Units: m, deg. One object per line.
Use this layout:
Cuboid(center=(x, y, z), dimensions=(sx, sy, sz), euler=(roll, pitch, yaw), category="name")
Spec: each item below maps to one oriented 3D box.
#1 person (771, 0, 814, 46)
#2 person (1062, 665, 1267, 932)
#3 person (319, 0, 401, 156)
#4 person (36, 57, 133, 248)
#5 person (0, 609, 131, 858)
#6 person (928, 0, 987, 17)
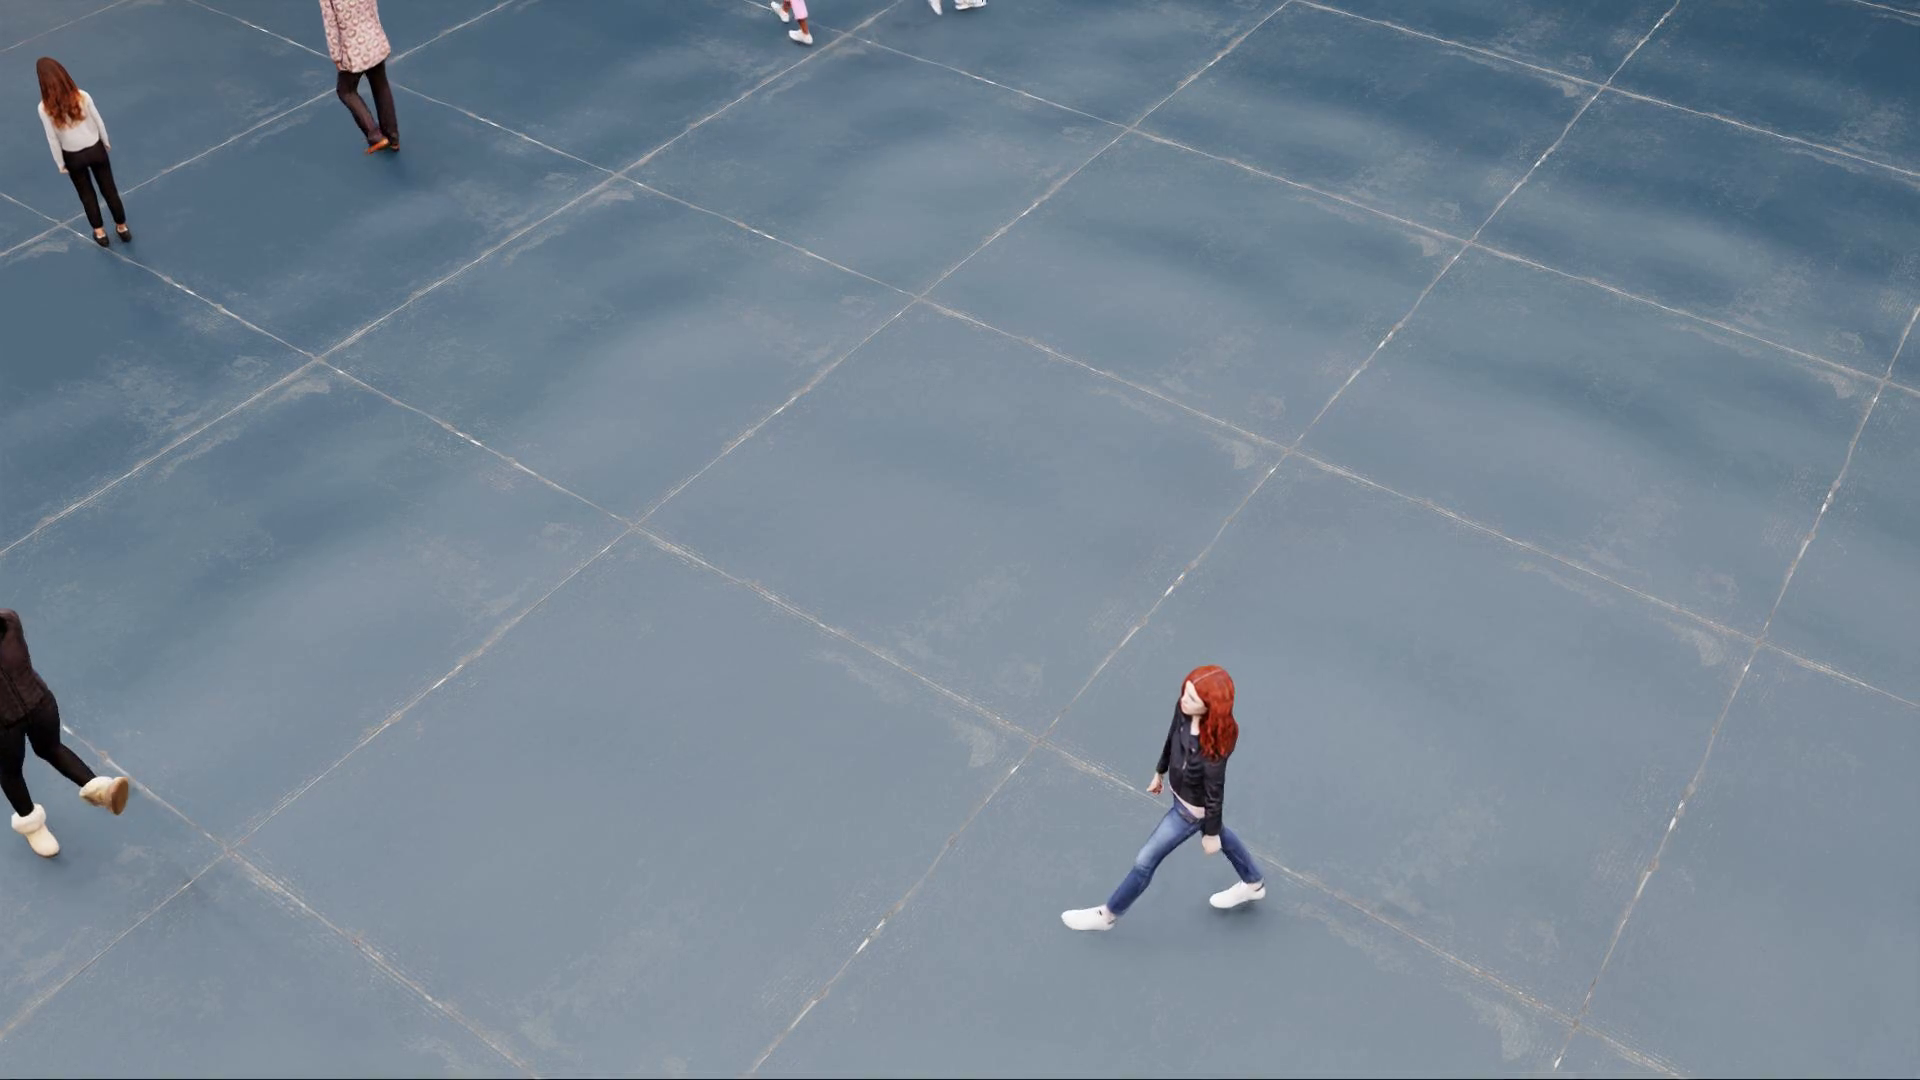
Cuboid(center=(-1.419, -5.163, 14.485), dimensions=(0.723, 1.721, 0.990), euler=(-34, 53, -31), category="person")
Cuboid(center=(1.146, 1.211, 7.652), dimensions=(1.238, 1.730, 1.176), euler=(-7, 44, -8), category="person")
Cuboid(center=(-4.642, -3.824, 12.999), dimensions=(0.683, 1.793, 0.716), euler=(29, 50, 27), category="person")
Cuboid(center=(-6.378, -2.820, 12.151), dimensions=(0.629, 1.482, 0.634), euler=(-26, 49, -25), category="person")
Cuboid(center=(-4.510, 0.894, 8.050), dimensions=(0.648, 1.651, 0.843), euler=(26, 49, 25), category="person")
Cuboid(center=(-0.049, -5.556, 14.842), dimensions=(0.996, 1.809, 0.972), euler=(-13, 45, -14), category="person")
